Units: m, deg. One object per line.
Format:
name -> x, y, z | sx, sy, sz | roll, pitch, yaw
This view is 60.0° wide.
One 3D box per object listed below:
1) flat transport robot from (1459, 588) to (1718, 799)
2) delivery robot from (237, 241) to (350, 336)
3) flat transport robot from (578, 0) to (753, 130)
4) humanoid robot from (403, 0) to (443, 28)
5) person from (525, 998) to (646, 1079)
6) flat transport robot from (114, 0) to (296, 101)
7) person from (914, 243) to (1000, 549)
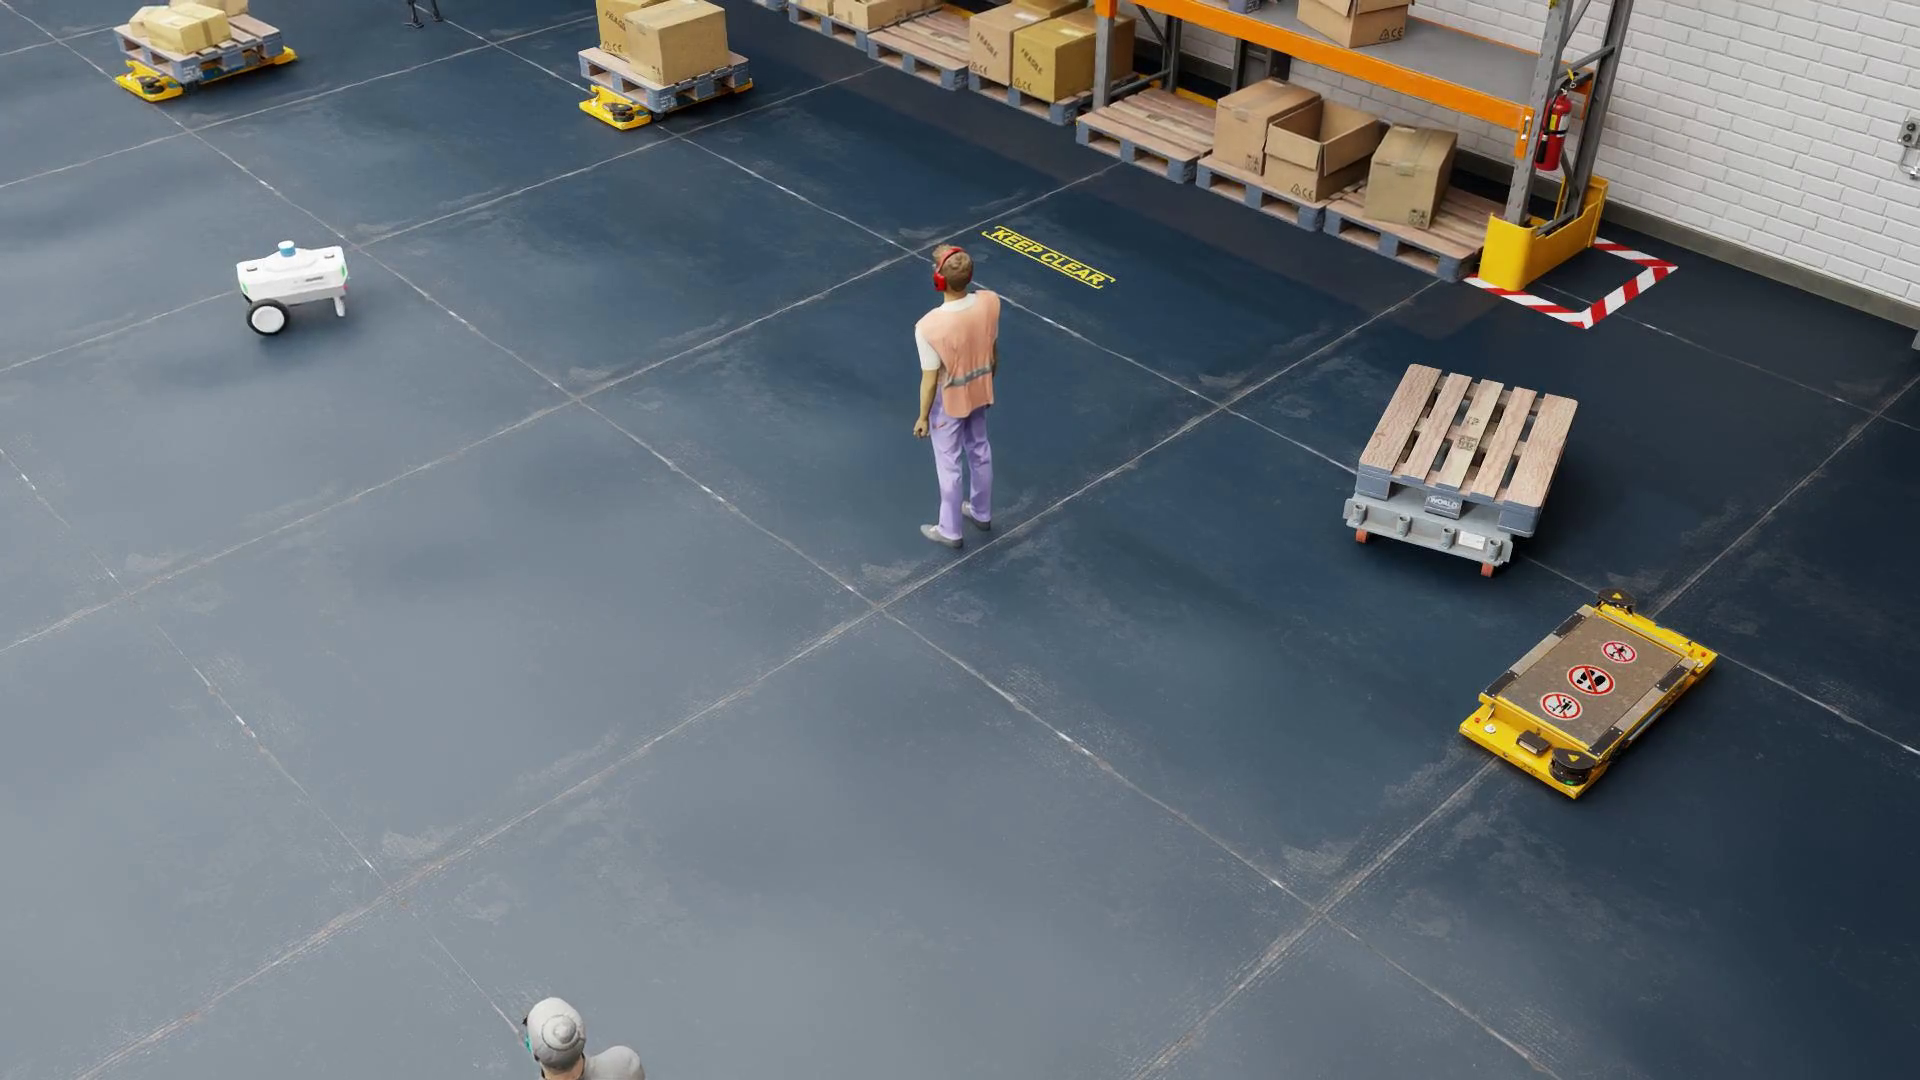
flat transport robot -> 3.247, 0.756, 8.532 | 1.431, 0.231, 0.659 | -30, 46, -33
delivery robot -> -4.703, -1.801, 11.694 | 0.783, 0.611, 0.524 | -14, 39, -17
flat transport robot -> -2.615, -4.021, 14.856 | 1.431, 0.231, 0.659 | -30, 46, -33
humanoid robot -> -5.370, -5.815, 16.053 | 0.599, 1.655, 0.315 | -30, 46, -33
person -> -1.198, 2.108, 5.441 | 0.511, 1.838, 0.340 | -28, 45, -32
flat transport robot -> -6.969, -4.406, 15.366 | 0.659, 0.231, 1.431 | 28, 45, 32
person -> -0.008, -0.766, 9.239 | 0.562, 1.845, 0.389 | -28, 45, -32
